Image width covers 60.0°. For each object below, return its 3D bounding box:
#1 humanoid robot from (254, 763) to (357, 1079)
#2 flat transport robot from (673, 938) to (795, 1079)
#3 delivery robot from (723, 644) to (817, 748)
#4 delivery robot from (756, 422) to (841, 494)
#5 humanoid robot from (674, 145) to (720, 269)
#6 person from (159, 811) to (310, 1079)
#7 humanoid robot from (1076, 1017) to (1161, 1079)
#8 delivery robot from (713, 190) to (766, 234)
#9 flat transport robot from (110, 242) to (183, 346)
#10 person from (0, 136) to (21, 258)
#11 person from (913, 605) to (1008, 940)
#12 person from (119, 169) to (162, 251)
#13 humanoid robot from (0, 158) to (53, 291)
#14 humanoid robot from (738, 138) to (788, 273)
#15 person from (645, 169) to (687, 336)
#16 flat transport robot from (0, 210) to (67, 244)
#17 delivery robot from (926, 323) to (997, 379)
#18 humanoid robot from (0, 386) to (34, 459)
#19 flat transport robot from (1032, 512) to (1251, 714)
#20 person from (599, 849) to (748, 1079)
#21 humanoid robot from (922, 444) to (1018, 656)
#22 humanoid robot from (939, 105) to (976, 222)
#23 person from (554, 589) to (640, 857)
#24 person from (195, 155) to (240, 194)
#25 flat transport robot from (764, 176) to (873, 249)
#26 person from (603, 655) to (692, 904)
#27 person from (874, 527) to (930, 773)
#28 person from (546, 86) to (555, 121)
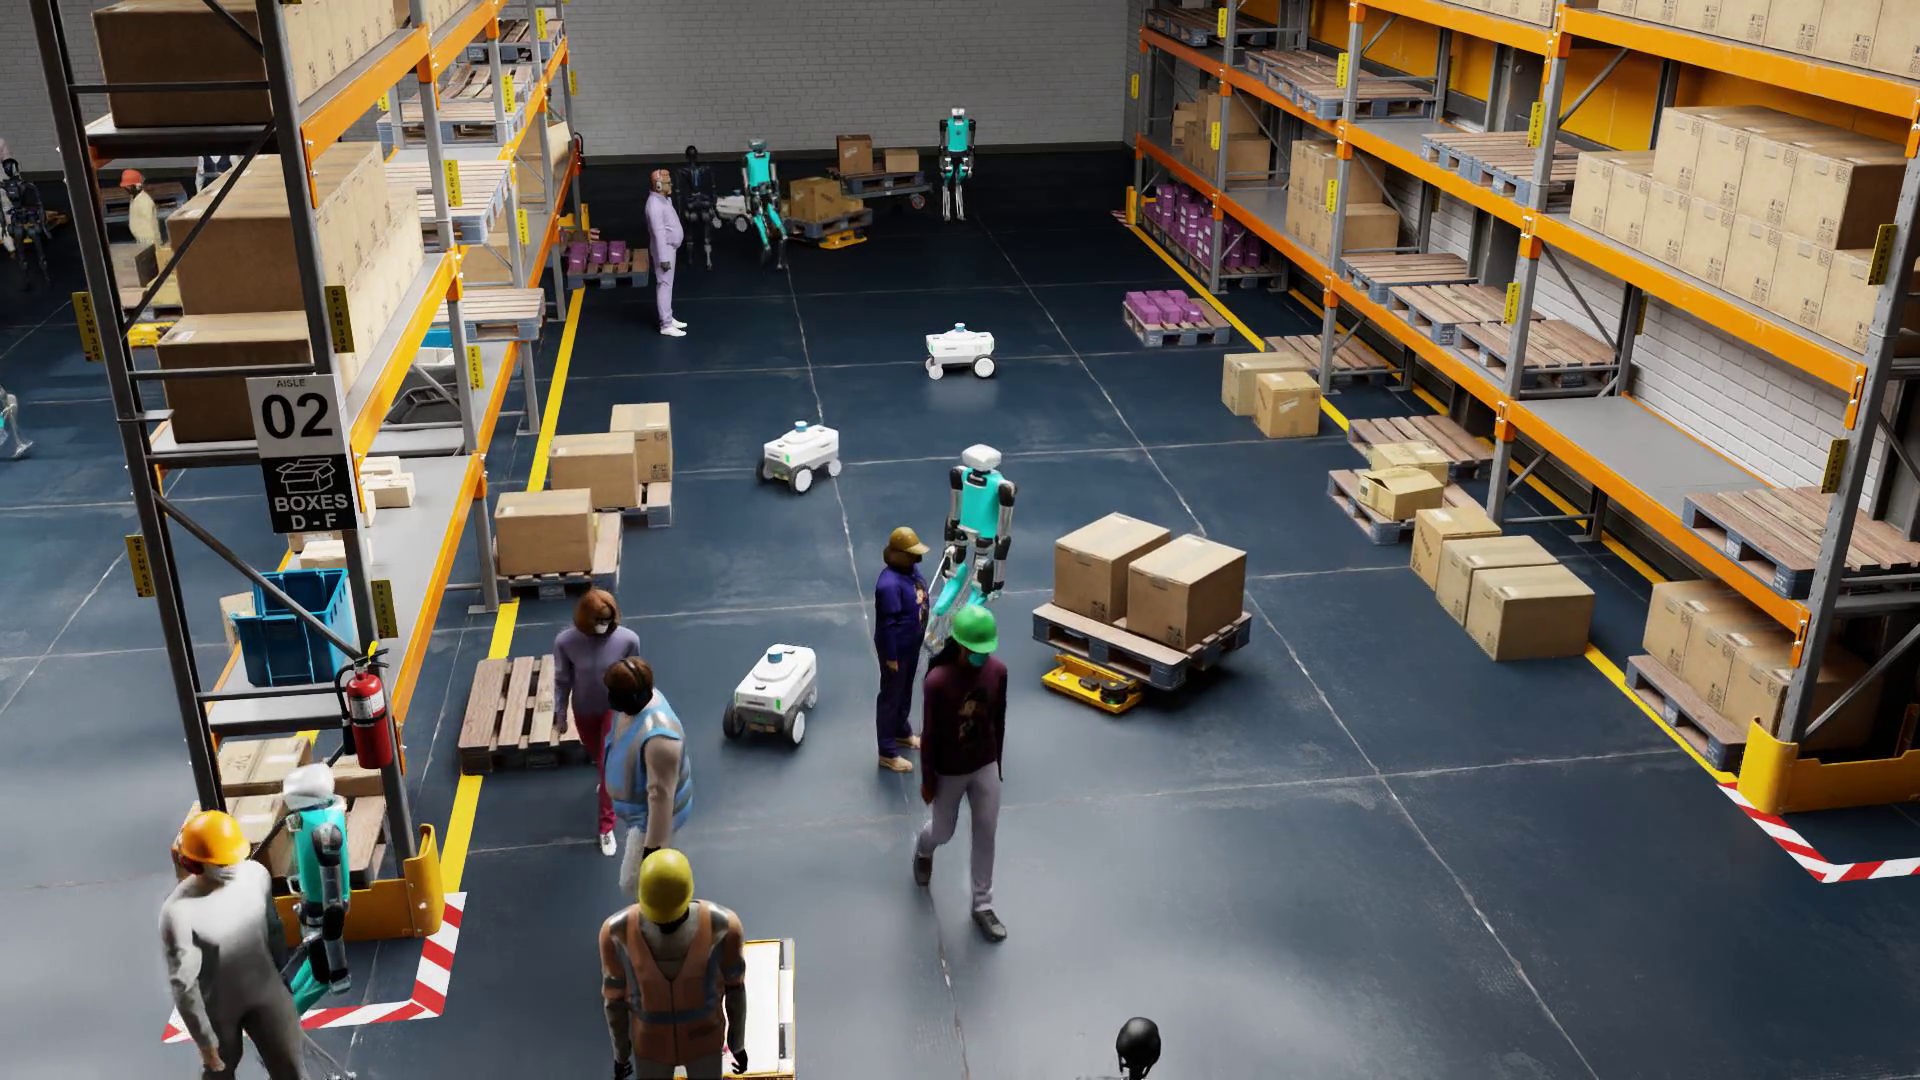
[{"bbox_3d":[-3.048,1.886,7.558,0.710,1.781,0.541,-13,27,-26],"label":"humanoid robot"},{"bbox_3d":[-1.140,2.417,8.171,0.659,0.231,1.431,-2,24,-5],"label":"flat transport robot"},{"bbox_3d":[-1.220,0.996,11.045,0.499,0.587,0.785,7,25,15],"label":"delivery robot"},{"bbox_3d":[-1.443,-0.769,15.085,0.499,0.603,0.807,18,30,36],"label":"delivery robot"},{"bbox_3d":[-3.463,-4.392,21.954,0.585,1.636,0.612,-8,25,-17],"label":"humanoid robot"},{"bbox_3d":[-3.103,1.990,7.192,0.935,1.852,0.559,20,30,37],"label":"person"},{"bbox_3d":[0.633,2.509,6.205,0.608,1.644,0.378,5,24,12],"label":"humanoid robot"},{"bbox_3d":[-3.216,-4.791,24.237,0.770,0.595,0.499,13,27,28],"label":"delivery robot"},{"bbox_3d":[-9.365,-2.570,19.533,0.659,0.231,1.431,-3,24,-6],"label":"flat transport robot"},{"bbox_3d":[-13.234,-4.844,22.722,0.697,1.879,0.965,-19,30,-37],"label":"person"},{"bbox_3d":[-0.002,1.170,8.964,0.518,1.920,0.797,-10,26,-22],"label":"person"},{"bbox_3d":[-9.858,-3.658,20.223,0.792,1.718,0.600,-17,29,-34],"label":"person"},{"bbox_3d":[-11.796,-3.982,20.980,0.599,1.657,0.315,-3,24,-8],"label":"humanoid robot"},{"bbox_3d":[-2.466,-4.268,21.590,0.532,1.774,0.825,-15,28,-30],"label":"humanoid robot"},{"bbox_3d":[-3.388,-3.321,19.210,0.411,1.908,0.640,-3,24,-6],"label":"person"},{"bbox_3d":[-13.462,-4.506,23.943,0.659,0.231,1.431,-3,24,-8],"label":"flat transport robot"},{"bbox_3d":[0.001,-2.052,17.962,0.739,0.566,0.499,-3,24,-8],"label":"delivery robot"},{"bbox_3d":[-8.885,-1.450,15.212,0.536,1.775,1.017,10,26,22],"label":"humanoid robot"},{"bbox_3d":[1.284,0.808,11.838,0.659,0.231,1.431,20,30,37],"label":"flat transport robot"},{"bbox_3d":[-1.162,2.080,6.894,0.587,1.915,0.395,-3,24,-7],"label":"person"},{"bbox_3d":[-0.008,0.264,11.219,0.539,1.755,0.743,19,30,36],"label":"humanoid robot"},{"bbox_3d":[-0.075,-5.509,24.243,0.533,1.672,0.735,-3,24,-8],"label":"humanoid robot"},{"bbox_3d":[-2.114,0.963,9.832,0.504,1.594,0.832,-1,24,-3],"label":"person"},{"bbox_3d":[-9.993,-4.722,22.587,0.753,1.752,0.465,-3,24,-7],"label":"person"},{"bbox_3d":[-2.071,-4.372,23.638,1.431,0.231,0.659,19,30,36],"label":"flat transport robot"},{"bbox_3d":[-1.600,1.392,8.580,0.453,1.821,0.662,-9,25,-20],"label":"person"},{"bbox_3d":[-0.345,0.665,10.473,0.353,1.621,0.465,8,25,18],"label":"person"},{"bbox_3d":[-6.599,-6.538,26.888,0.509,1.611,0.498,-5,24,-11],"label":"person"}]
